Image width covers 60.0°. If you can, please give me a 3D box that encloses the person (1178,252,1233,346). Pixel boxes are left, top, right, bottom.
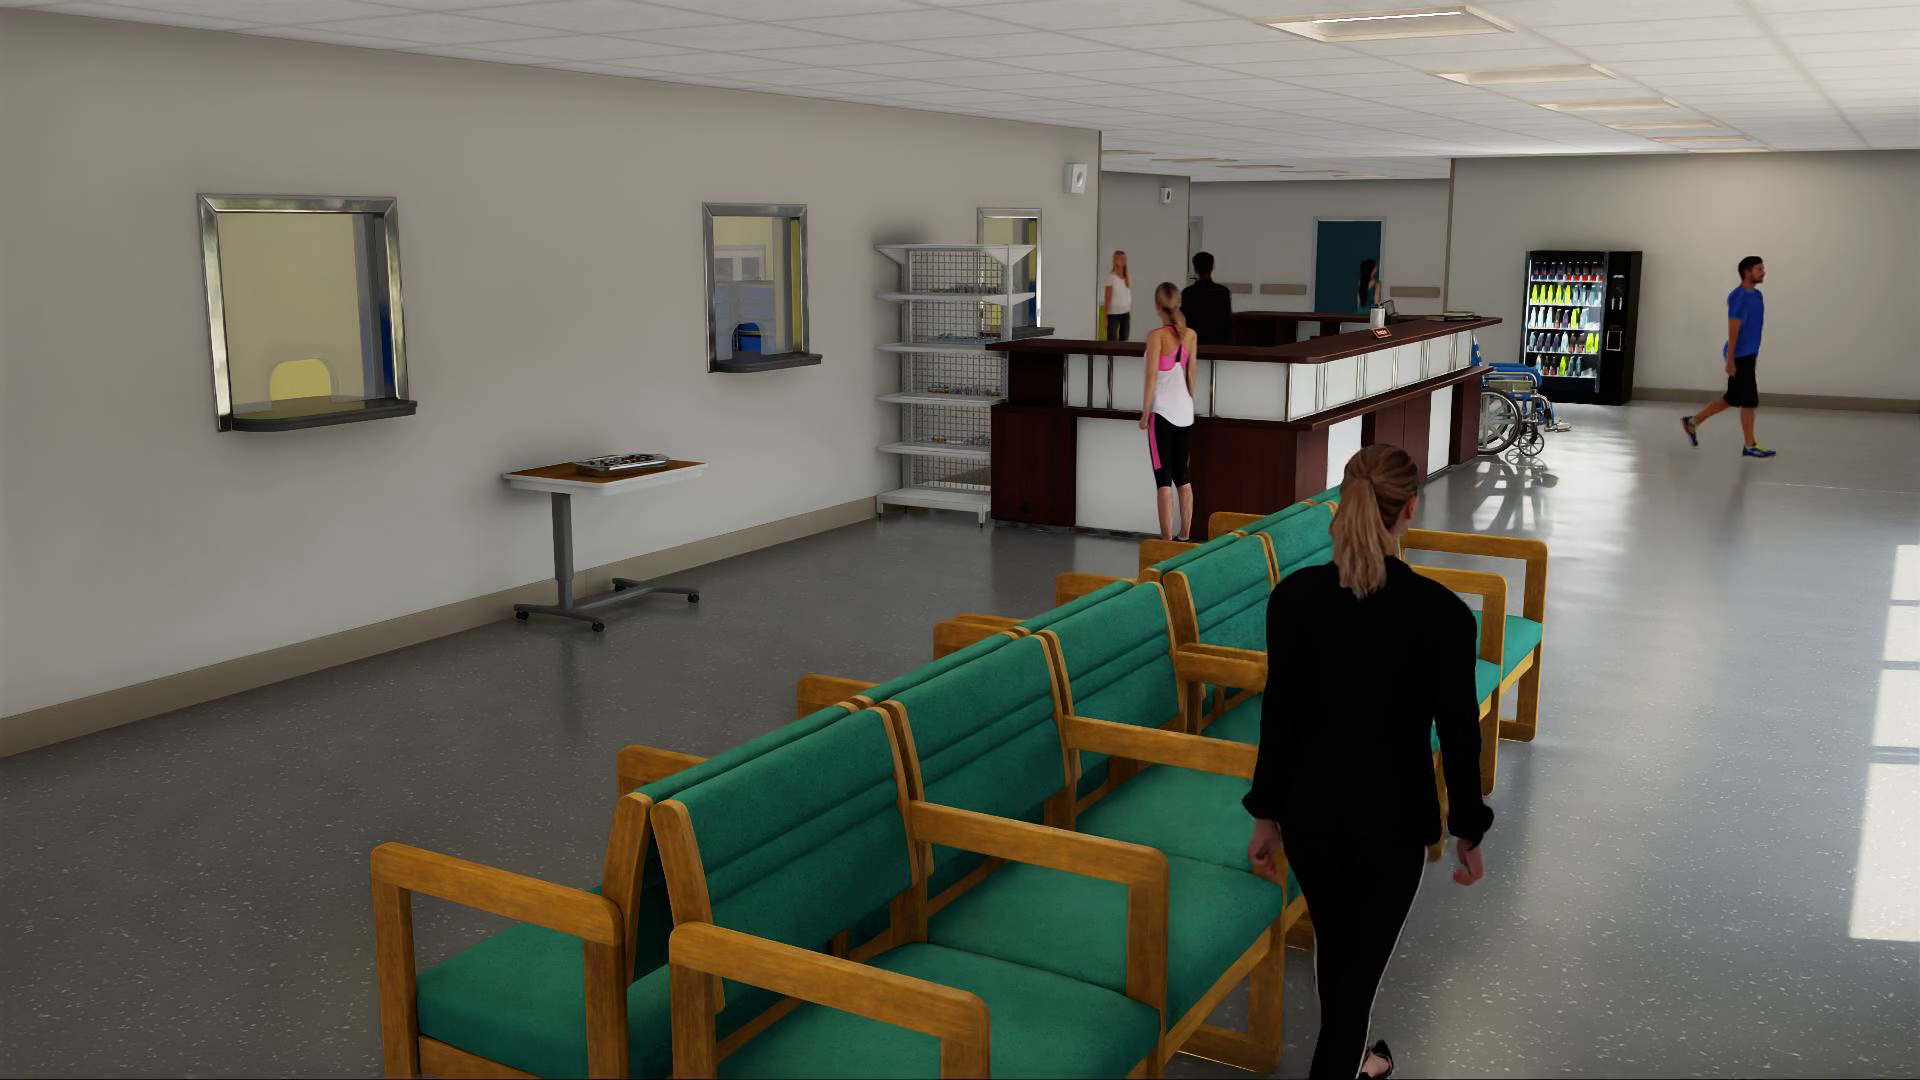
[{"bbox_3d":[2.193,-1.567,14.683,0.926,1.898,0.976,-1,11,-4],"label":"person"}]

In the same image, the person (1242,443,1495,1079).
[{"bbox_3d":[0.801,0.671,3.505,0.929,1.670,0.735,7,13,32],"label":"person"}]

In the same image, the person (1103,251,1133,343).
[{"bbox_3d":[2.060,-2.969,22.340,0.857,1.798,1.027,-7,13,-33],"label":"person"}]

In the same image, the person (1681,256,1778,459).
[{"bbox_3d":[7.184,-1.690,15.480,0.867,1.843,1.253,-9,14,-41],"label":"person"}]

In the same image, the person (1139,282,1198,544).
[{"bbox_3d":[1.377,-0.788,10.881,0.682,1.786,0.650,-8,14,-38],"label":"person"}]

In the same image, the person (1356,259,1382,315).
[{"bbox_3d":[5.587,-3.026,23.066,1.013,1.640,0.755,10,14,41],"label":"person"}]
